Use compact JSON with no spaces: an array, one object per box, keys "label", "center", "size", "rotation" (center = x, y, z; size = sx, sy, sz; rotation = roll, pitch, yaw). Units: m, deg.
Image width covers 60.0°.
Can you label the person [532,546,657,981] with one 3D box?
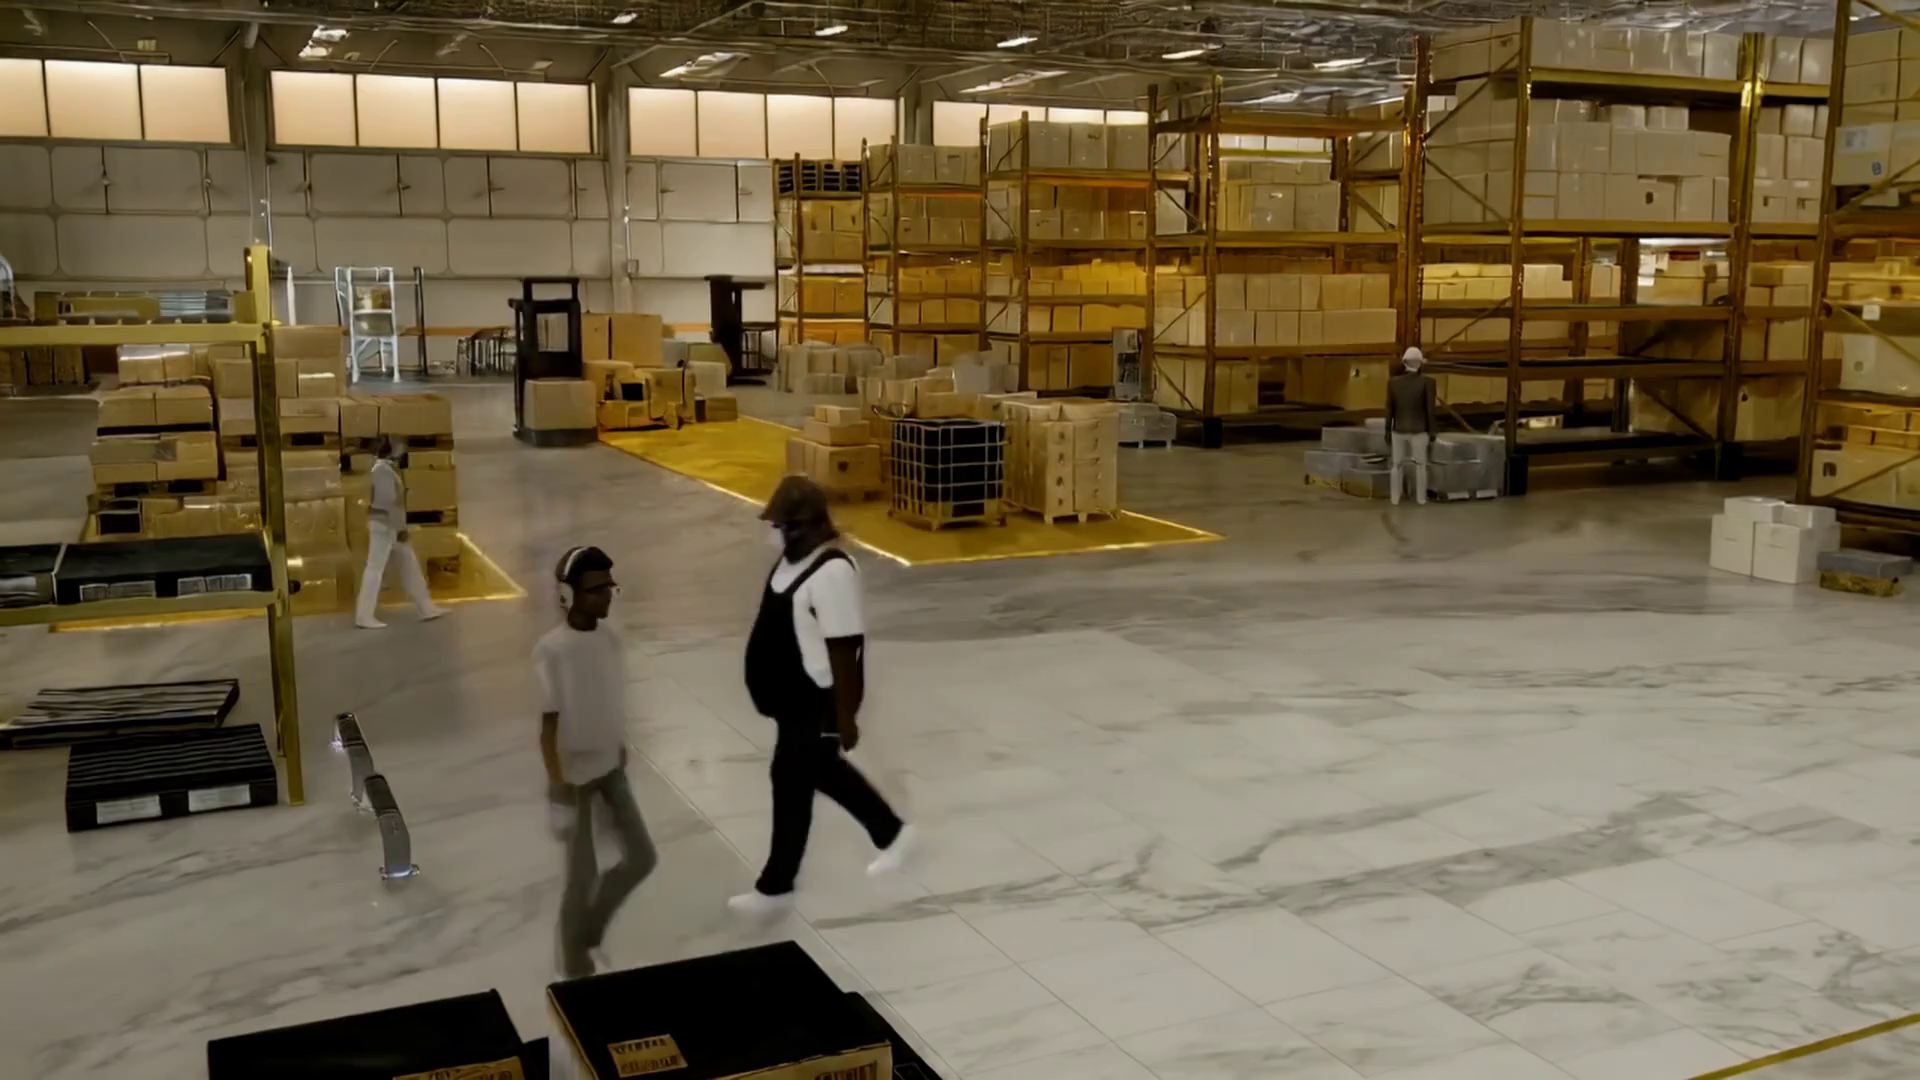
[{"label":"person","center":[-1.426,0.930,6.499],"size":[0.402,1.851,0.549],"rotation":[4,10,25]}]

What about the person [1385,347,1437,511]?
[{"label":"person","center":[5.452,-1.338,20.130],"size":[0.615,1.993,0.389],"rotation":[1,9,8]}]

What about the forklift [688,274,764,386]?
[{"label":"forklift","center":[-6.019,-5.272,41.798],"size":[1.873,2.768,1.129],"rotation":[-4,10,-25]}]

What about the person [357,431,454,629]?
[{"label":"person","center":[-4.543,-0.074,13.490],"size":[0.821,1.602,0.513],"rotation":[-2,9,-10]}]

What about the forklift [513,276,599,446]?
[{"label":"forklift","center":[-6.864,-3.059,28.064],"size":[1.129,2.768,1.873],"rotation":[-4,10,-25]}]

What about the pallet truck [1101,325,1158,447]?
[{"label":"pallet truck","center":[2.881,-2.596,27.923],"size":[0.823,1.965,1.885],"rotation":[-1,9,-7]}]

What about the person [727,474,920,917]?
[{"label":"person","center":[-0.611,0.657,7.611],"size":[0.930,2.000,0.687],"rotation":[-4,10,-22]}]
